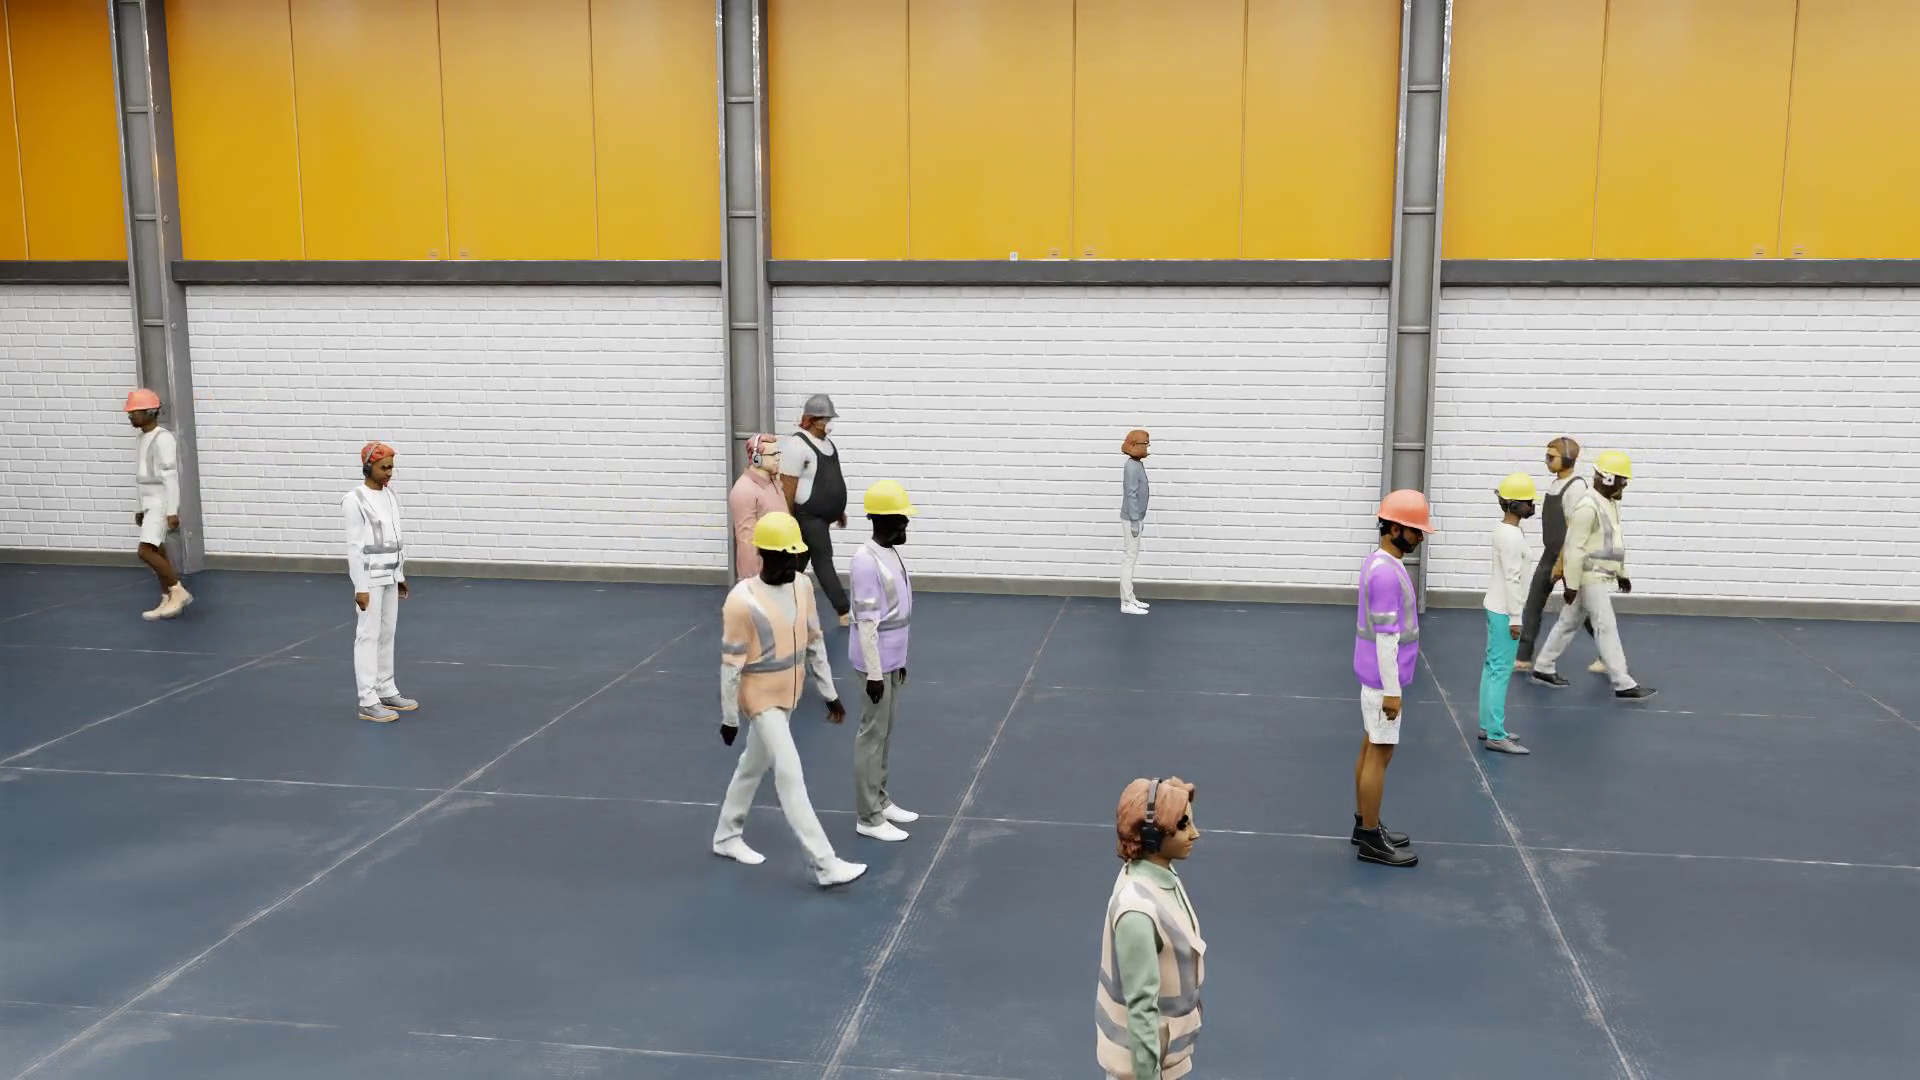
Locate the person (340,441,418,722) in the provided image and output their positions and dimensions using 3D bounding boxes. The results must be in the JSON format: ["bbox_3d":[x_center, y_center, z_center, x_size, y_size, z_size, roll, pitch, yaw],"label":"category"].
[{"bbox_3d":[-3.940,0.274,11.283,0.355,1.887,0.574,2,9,10],"label":"person"}]

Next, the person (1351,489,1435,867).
[{"bbox_3d":[2.216,0.696,8.554,0.373,1.928,0.543,2,9,10],"label":"person"}]

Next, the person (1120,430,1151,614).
[{"bbox_3d":[1.562,-0.166,14.780,0.279,1.631,0.499,2,9,10],"label":"person"}]

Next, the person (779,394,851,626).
[{"bbox_3d":[-1.212,-0.291,14.292,1.026,2.000,0.694,3,10,19],"label":"person"}]

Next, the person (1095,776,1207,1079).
[{"bbox_3d":[0.532,1.464,4.697,0.310,1.642,0.514,2,9,10],"label":"person"}]

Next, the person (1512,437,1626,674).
[{"bbox_3d":[4.564,0.122,12.473,0.939,1.812,0.510,-1,9,-7],"label":"person"}]

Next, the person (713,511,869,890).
[{"bbox_3d":[-0.881,0.779,8.253,1.034,1.861,0.592,5,10,28],"label":"person"}]

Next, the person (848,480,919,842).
[{"bbox_3d":[-0.405,0.633,8.939,0.369,1.928,0.586,2,9,10],"label":"person"}]

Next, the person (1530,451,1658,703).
[{"bbox_3d":[4.530,0.245,11.856,0.905,1.771,0.593,5,11,30],"label":"person"}]

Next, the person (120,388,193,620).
[{"bbox_3d":[-6.979,-0.296,14.370,0.427,2.026,0.643,-8,13,-42],"label":"person"}]

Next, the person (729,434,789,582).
[{"bbox_3d":[-1.356,0.210,11.608,0.407,1.910,0.639,2,9,10],"label":"person"}]

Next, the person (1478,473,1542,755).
[{"bbox_3d":[3.480,0.456,10.530,0.315,1.769,0.524,2,9,10],"label":"person"}]
